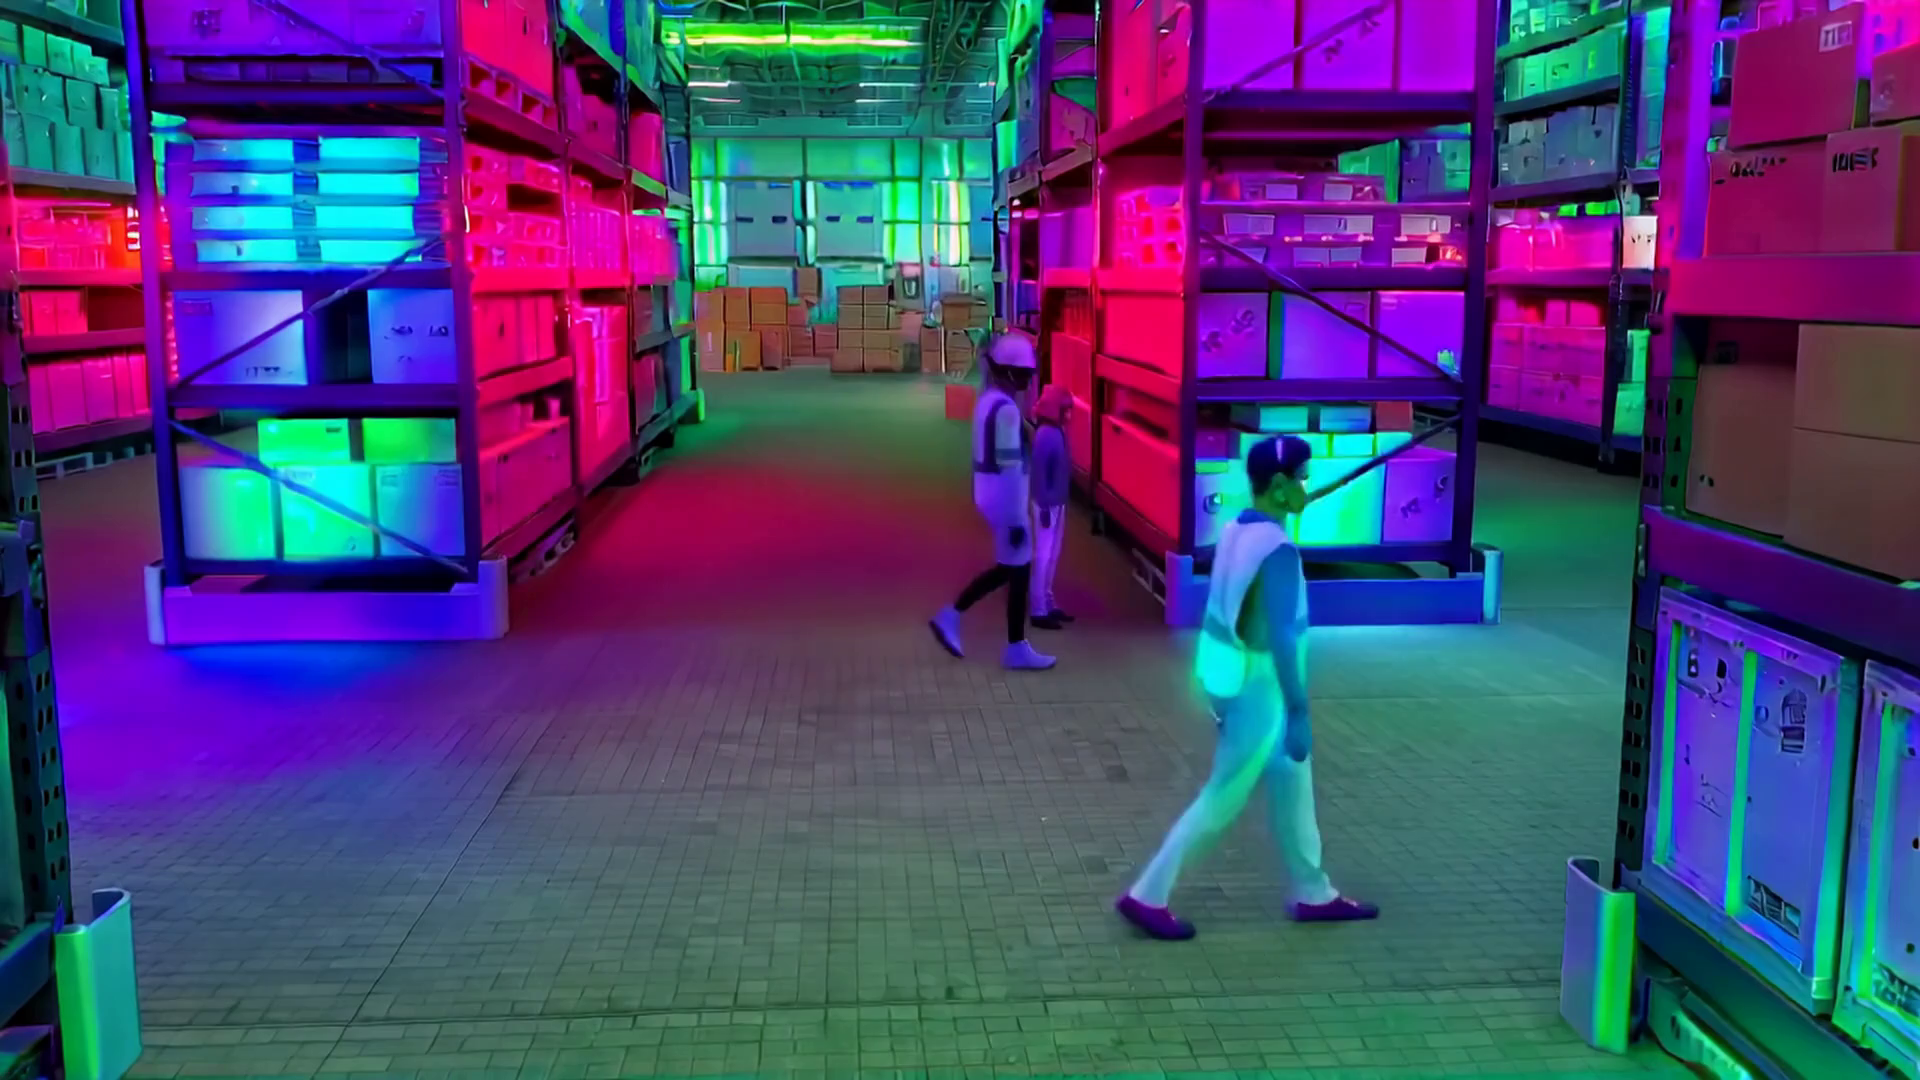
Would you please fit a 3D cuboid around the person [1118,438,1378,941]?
[{"bbox_3d":[1.019,0.533,5.879,0.964,1.804,0.586,-1,9,-4],"label":"person"}]

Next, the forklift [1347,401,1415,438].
[{"bbox_3d":[5.060,-2.609,22.212,1.873,2.768,1.129,-1,9,-4],"label":"forklift"}]

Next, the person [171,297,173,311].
[{"bbox_3d":[-29.536,-8.627,62.819,0.415,1.985,0.610,1,9,4],"label":"person"}]

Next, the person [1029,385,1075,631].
[{"bbox_3d":[0.620,-0.222,11.123,0.278,1.634,0.498,3,10,19],"label":"person"}]

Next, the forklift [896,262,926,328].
[{"bbox_3d":[-1.780,-8.547,59.499,1.129,2.768,1.873,-1,9,-4],"label":"forklift"}]

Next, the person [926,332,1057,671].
[{"bbox_3d":[0.212,-0.208,9.797,0.687,2.028,0.629,-2,9,-13],"label":"person"}]

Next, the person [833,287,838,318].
[{"bbox_3d":[-4.560,-8.622,62.941,0.544,1.933,0.376,2,9,11],"label":"person"}]

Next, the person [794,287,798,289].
[{"bbox_3d":[-5.814,-8.044,59.330,0.661,1.919,0.624,5,10,27],"label":"person"}]

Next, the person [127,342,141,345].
[{"bbox_3d":[-26.355,-6.915,52.862,0.688,1.720,0.494,7,11,38],"label":"person"}]

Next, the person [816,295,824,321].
[{"bbox_3d":[-5.318,-8.613,63.860,0.610,1.621,0.522,3,9,16],"label":"person"}]

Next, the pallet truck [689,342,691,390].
[{"bbox_3d":[-5.225,-3.008,27.480,1.885,1.965,0.823,2,9,14],"label":"pallet truck"}]
